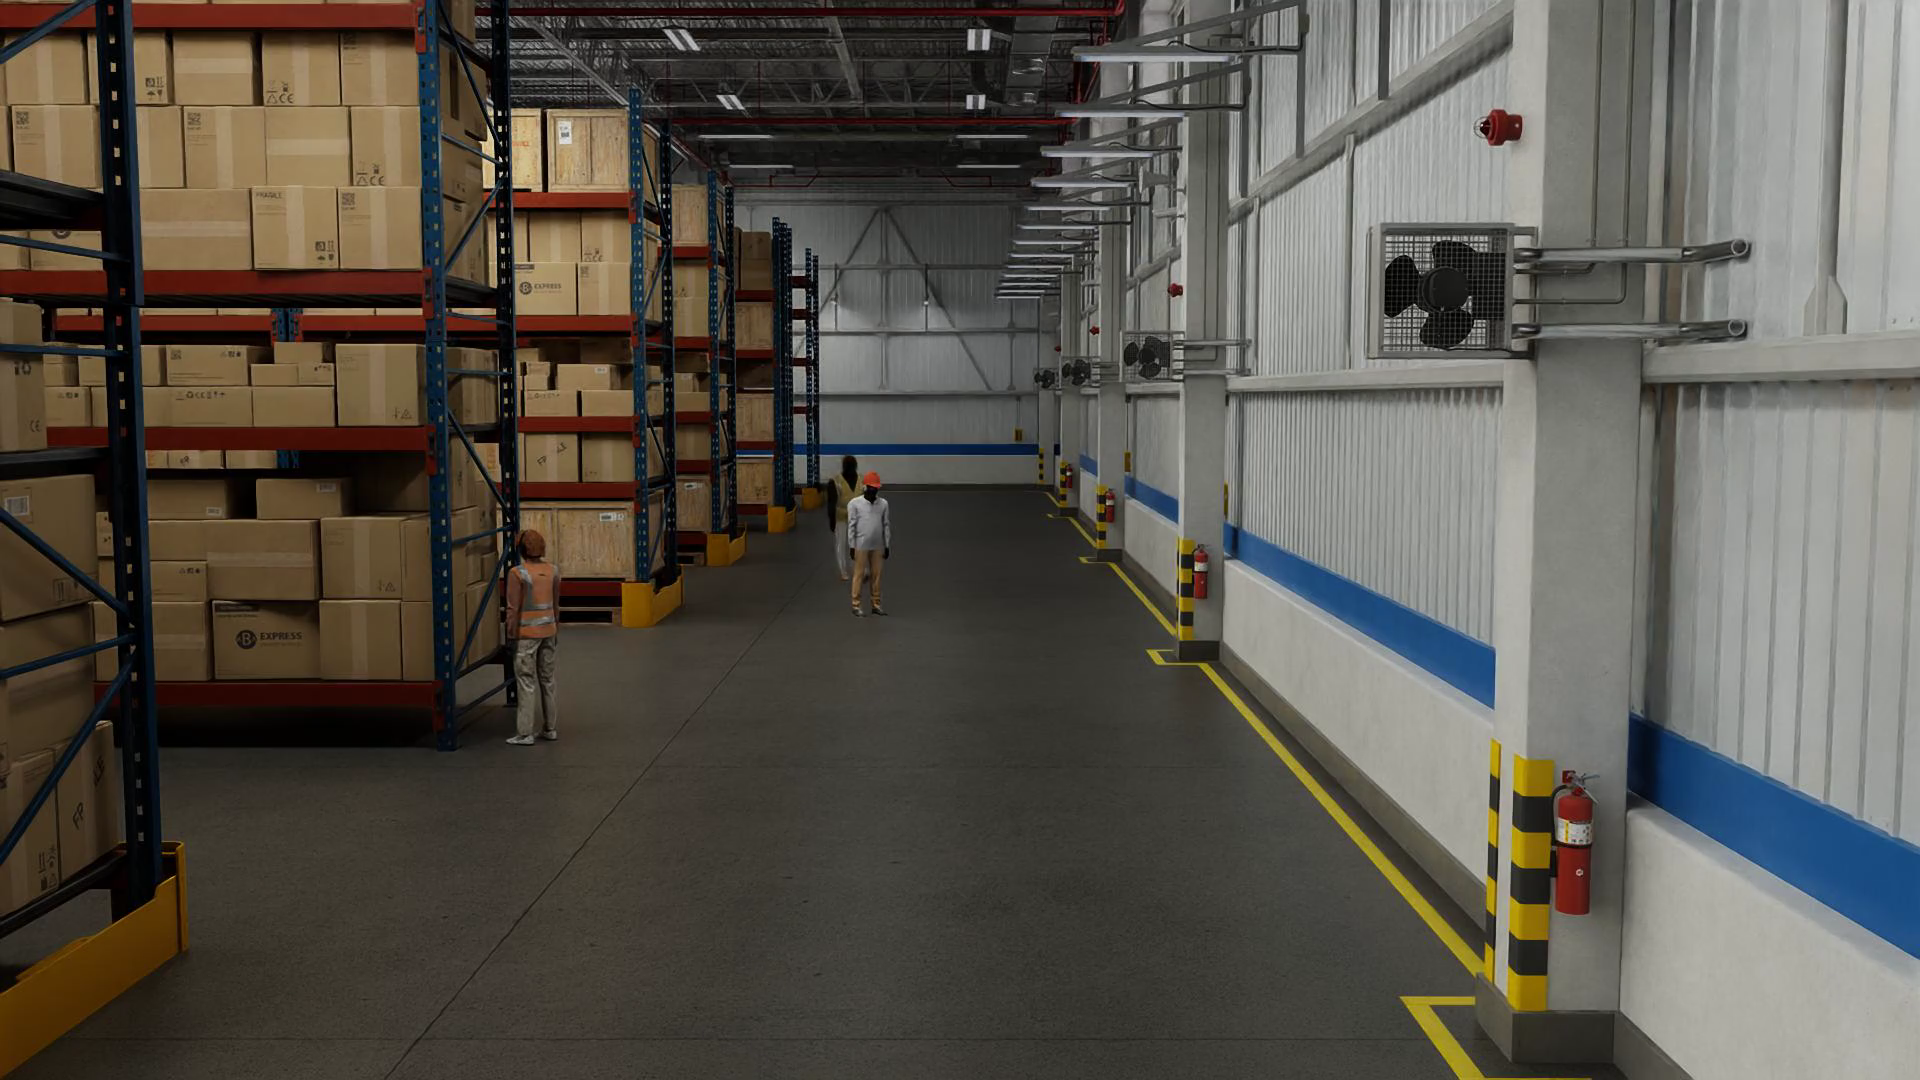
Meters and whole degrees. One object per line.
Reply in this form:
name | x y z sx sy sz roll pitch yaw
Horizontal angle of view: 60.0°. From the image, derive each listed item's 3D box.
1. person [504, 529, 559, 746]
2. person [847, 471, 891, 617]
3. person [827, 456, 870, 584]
person | -3.222 0.733 12.569 0.314 1.632 0.523 3 6 30
person | -1.074 0.053 19.849 0.567 1.745 0.354 -3 6 -30
person | -1.537 -0.276 23.384 0.657 1.788 0.965 -2 5 -20
